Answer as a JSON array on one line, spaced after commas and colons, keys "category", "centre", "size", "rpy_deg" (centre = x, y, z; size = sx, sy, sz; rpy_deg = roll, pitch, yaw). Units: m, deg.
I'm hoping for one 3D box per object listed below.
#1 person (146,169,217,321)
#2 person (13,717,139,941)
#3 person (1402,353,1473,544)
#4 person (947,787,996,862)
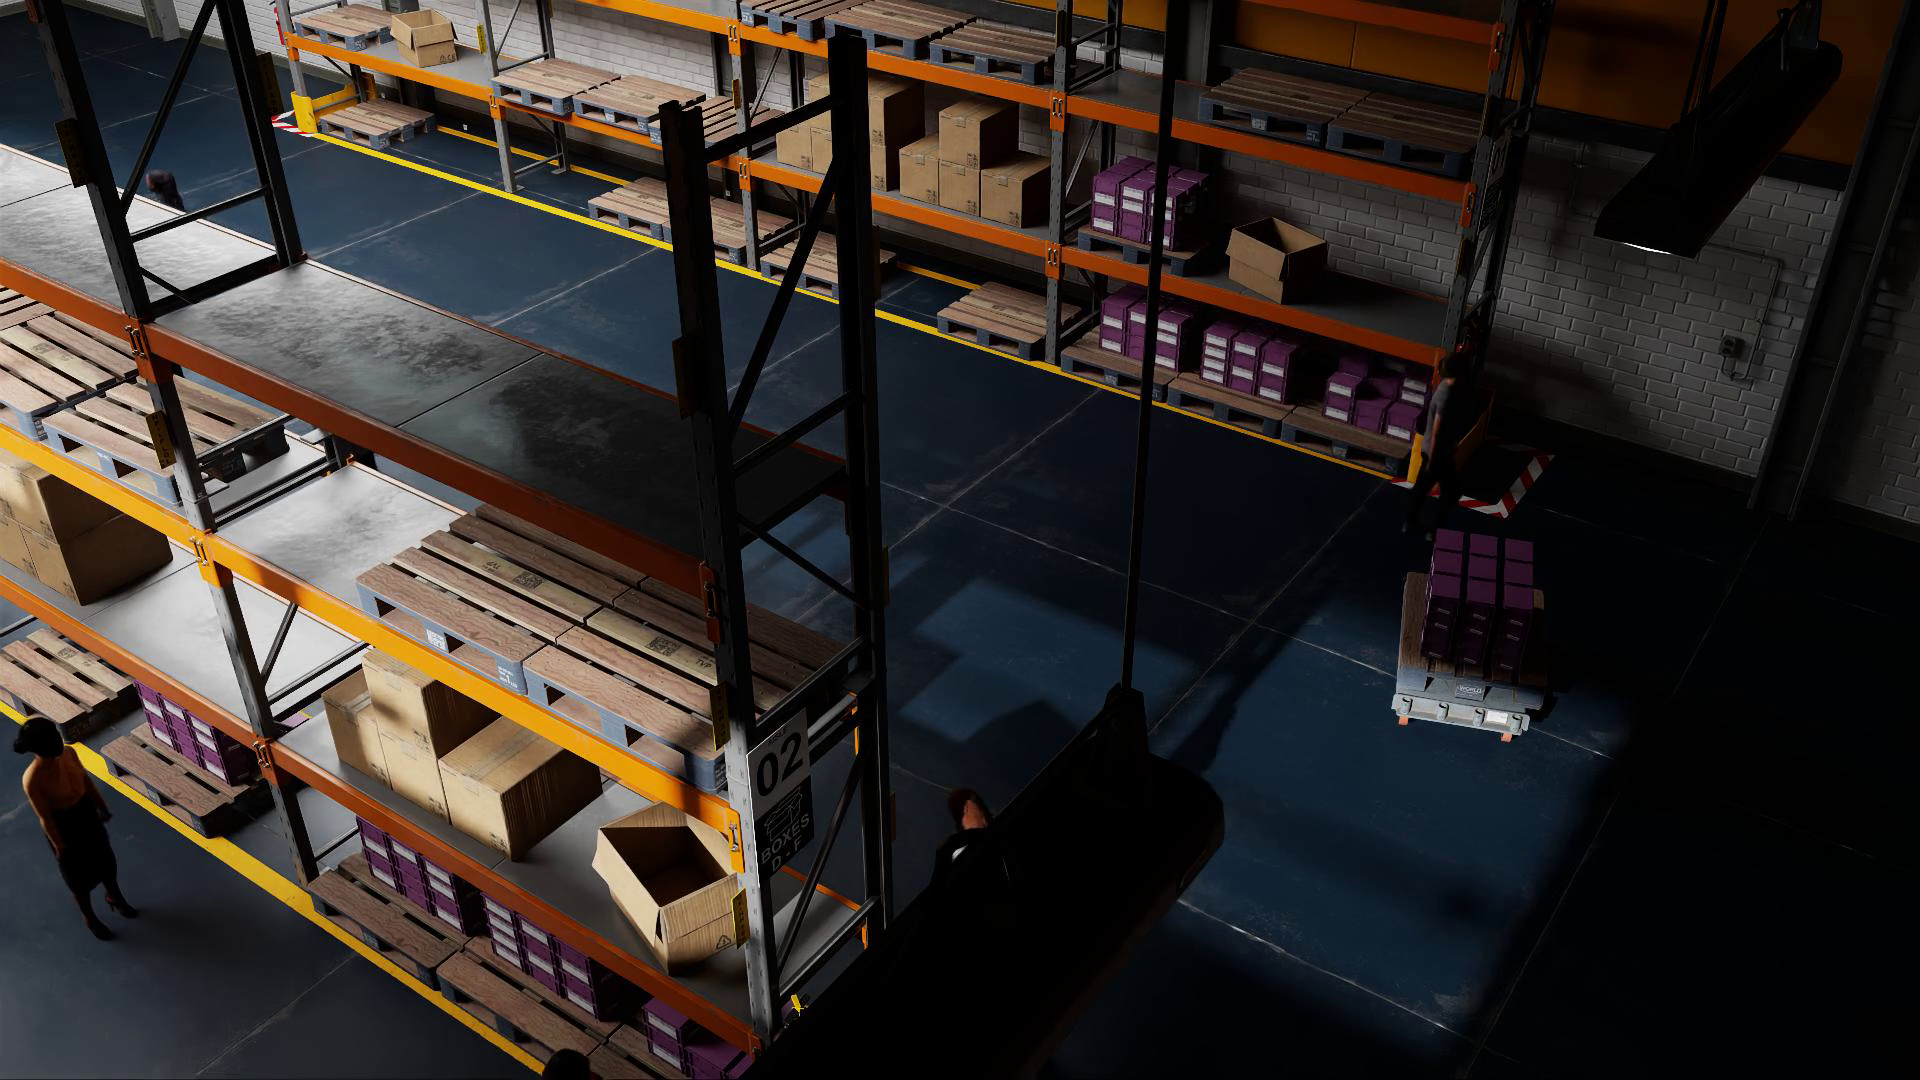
[{"category": "person", "centre": [-7.986, -2.993, 17.196], "size": [1.105, 1.701, 0.909], "rpy_deg": [6, 34, 8]}, {"category": "person", "centre": [-5.396, 1.751, 10.100], "size": [0.623, 1.655, 0.643], "rpy_deg": [9, 35, 13]}, {"category": "person", "centre": [3.896, -0.766, 13.809], "size": [0.826, 1.742, 0.768], "rpy_deg": [10, 35, 14]}, {"category": "person", "centre": [0.153, 2.132, 9.515], "size": [0.852, 1.668, 1.137], "rpy_deg": [-19, 38, -26]}]
